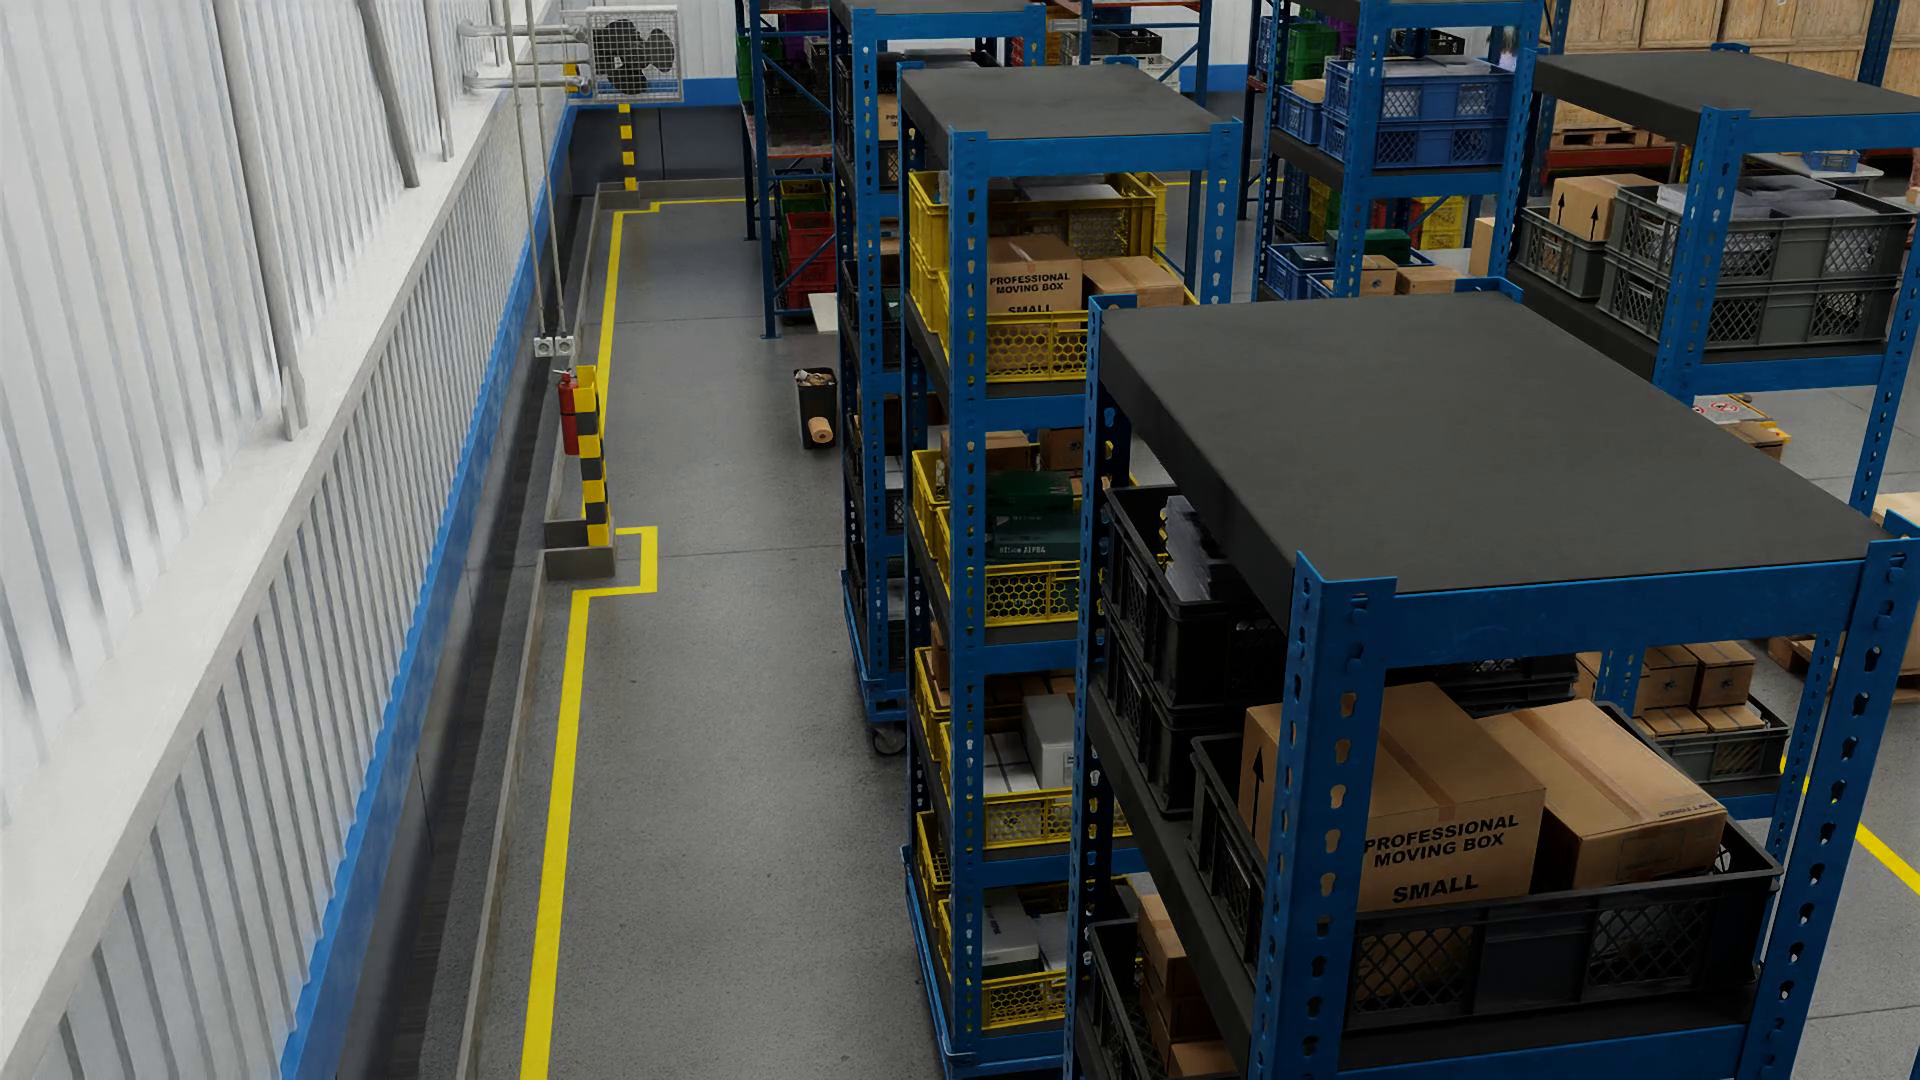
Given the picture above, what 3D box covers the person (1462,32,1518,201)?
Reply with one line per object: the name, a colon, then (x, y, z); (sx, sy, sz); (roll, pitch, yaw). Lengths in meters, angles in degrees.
person: (5.919, -4.732, 18.633); (0.682, 1.885, 0.944); (-23, 33, -40)
